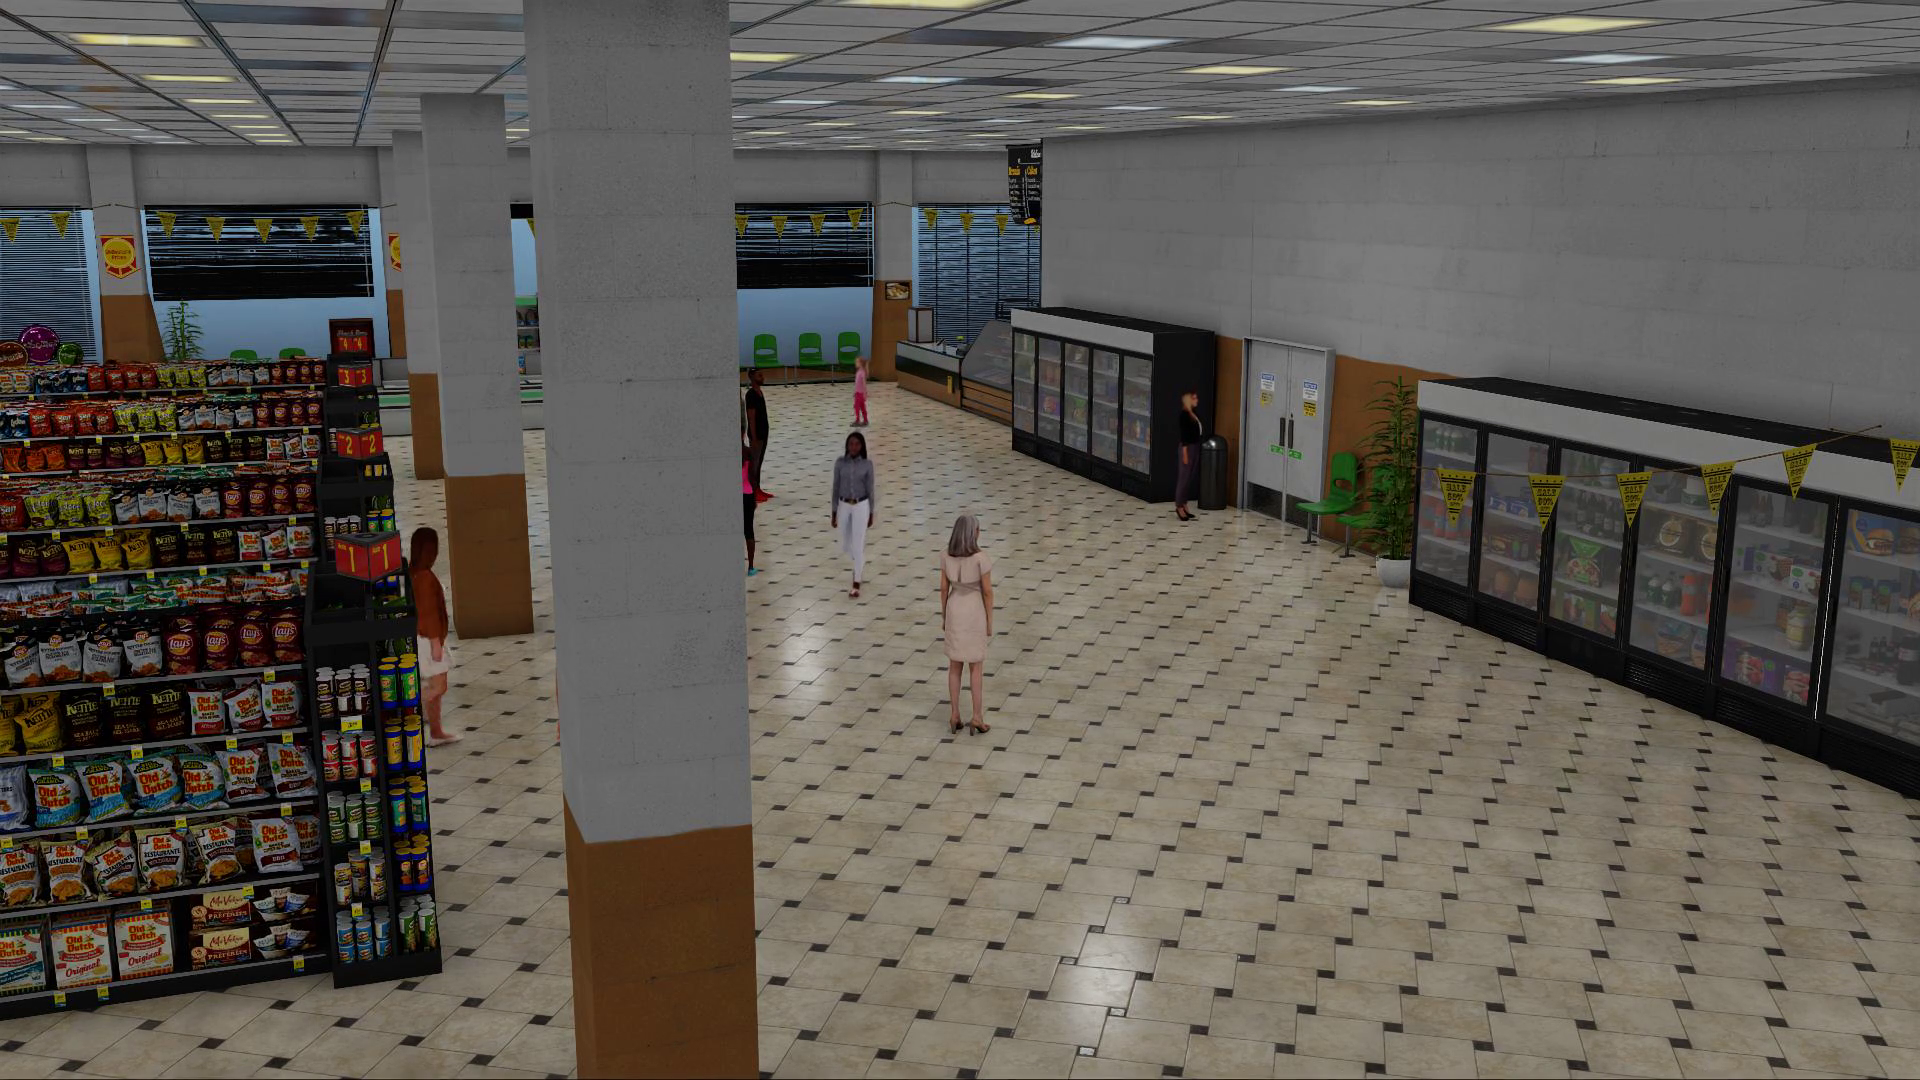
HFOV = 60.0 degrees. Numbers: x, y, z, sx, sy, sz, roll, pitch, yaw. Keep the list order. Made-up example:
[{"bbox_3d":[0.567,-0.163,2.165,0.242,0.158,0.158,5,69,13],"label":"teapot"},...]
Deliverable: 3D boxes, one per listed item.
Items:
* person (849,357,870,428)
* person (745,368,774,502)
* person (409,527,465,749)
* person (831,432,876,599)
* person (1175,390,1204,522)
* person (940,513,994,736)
[{"bbox_3d":[-1.712,-2.637,29.664,0.599,1.262,0.504,-4,13,-18],"label":"person"},{"bbox_3d":[-2.777,-1.453,22.721,0.703,1.805,0.721,2,12,9],"label":"person"},{"bbox_3d":[-4.070,0.768,12.419,0.870,1.704,0.667,-6,13,-26],"label":"person"},{"bbox_3d":[-1.100,-0.278,17.393,1.038,1.702,0.998,2,12,11],"label":"person"},{"bbox_3d":[2.919,-1.097,21.357,0.741,1.670,0.683,5,13,24],"label":"person"},{"bbox_3d":[0.054,0.649,12.913,0.690,1.735,0.749,5,13,24],"label":"person"}]
